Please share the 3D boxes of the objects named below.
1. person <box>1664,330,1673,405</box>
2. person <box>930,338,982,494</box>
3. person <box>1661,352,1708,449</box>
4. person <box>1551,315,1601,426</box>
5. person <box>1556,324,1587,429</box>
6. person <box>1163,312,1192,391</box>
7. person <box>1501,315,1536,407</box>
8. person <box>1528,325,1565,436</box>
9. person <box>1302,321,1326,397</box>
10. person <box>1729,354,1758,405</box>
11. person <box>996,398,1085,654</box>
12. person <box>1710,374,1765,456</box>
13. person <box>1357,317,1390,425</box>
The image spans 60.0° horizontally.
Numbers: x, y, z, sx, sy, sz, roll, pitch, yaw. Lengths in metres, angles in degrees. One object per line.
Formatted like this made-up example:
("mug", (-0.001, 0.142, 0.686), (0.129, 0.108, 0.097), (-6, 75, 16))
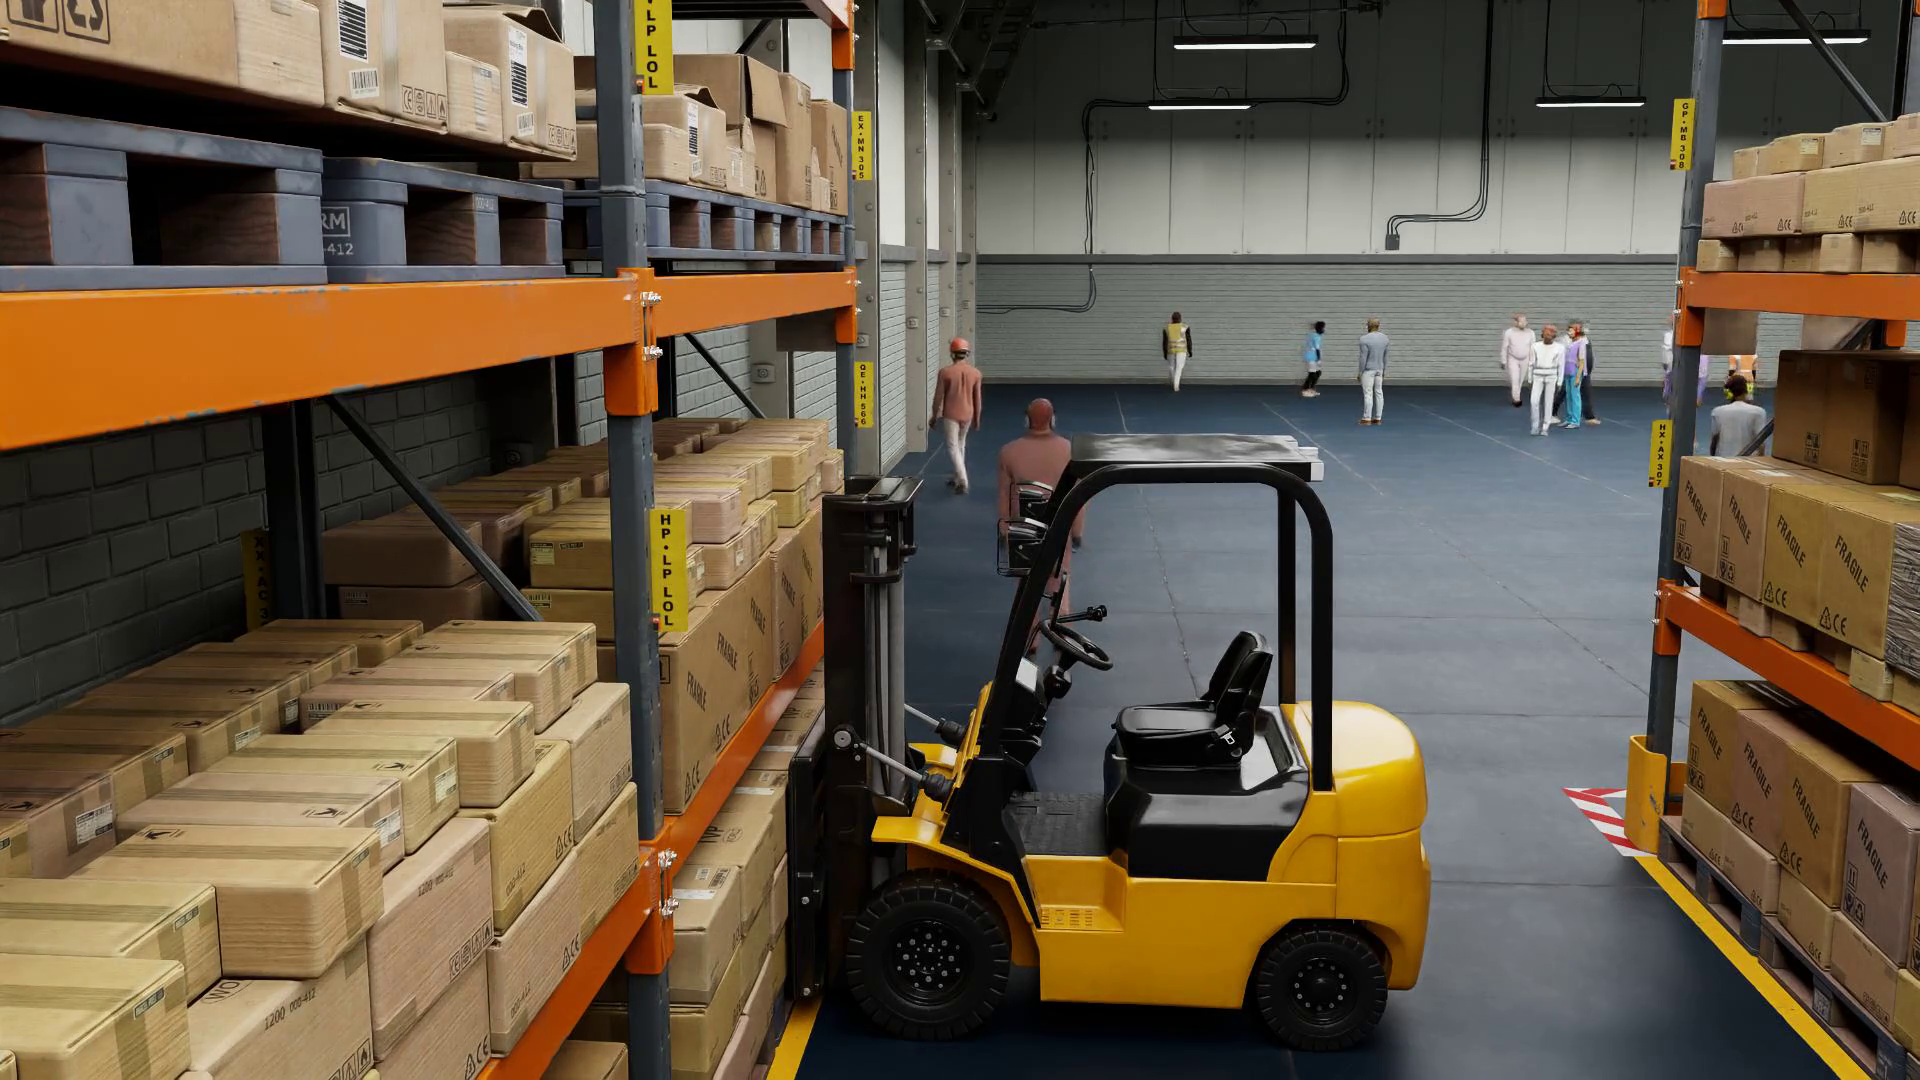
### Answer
("person", (14.626, -3.665, 33.939), (0.568, 1.883, 1.012), (0, 9, 0))
("person", (-0.033, -1.574, 21.020), (0.615, 1.975, 0.791), (-6, 11, -31))
("person", (10.621, -2.156, 24.459), (0.668, 1.999, 0.636), (-4, 10, -22))
("person", (11.061, -3.095, 29.994), (0.690, 2.000, 0.995), (-6, 11, -34))
("person", (10.807, -2.876, 29.259), (0.390, 1.846, 0.565), (0, 9, -3))
("person", (4.982, -4.310, 38.119), (0.629, 1.804, 0.927), (4, 10, 25))
("person", (11.385, -3.629, 33.786), (0.671, 1.850, 0.983), (0, 9, 1))
("person", (9.783, -2.652, 27.828), (0.600, 1.859, 0.722), (5, 11, 29))
("person", (7.684, -3.923, 36.135), (0.504, 1.656, 0.548), (2, 10, 13))
("person", (13.350, -2.665, 28.425), (0.540, 1.696, 0.317), (-2, 10, -10))
("person", (0.586, -0.091, 12.237), (0.644, 1.895, 0.449), (0, 9, 2))
("person", (7.447, -0.662, 15.898), (0.460, 1.829, 0.619), (-9, 13, -44))
("person", (7.406, -3.025, 29.887), (0.635, 1.938, 0.367), (-5, 11, -27))
